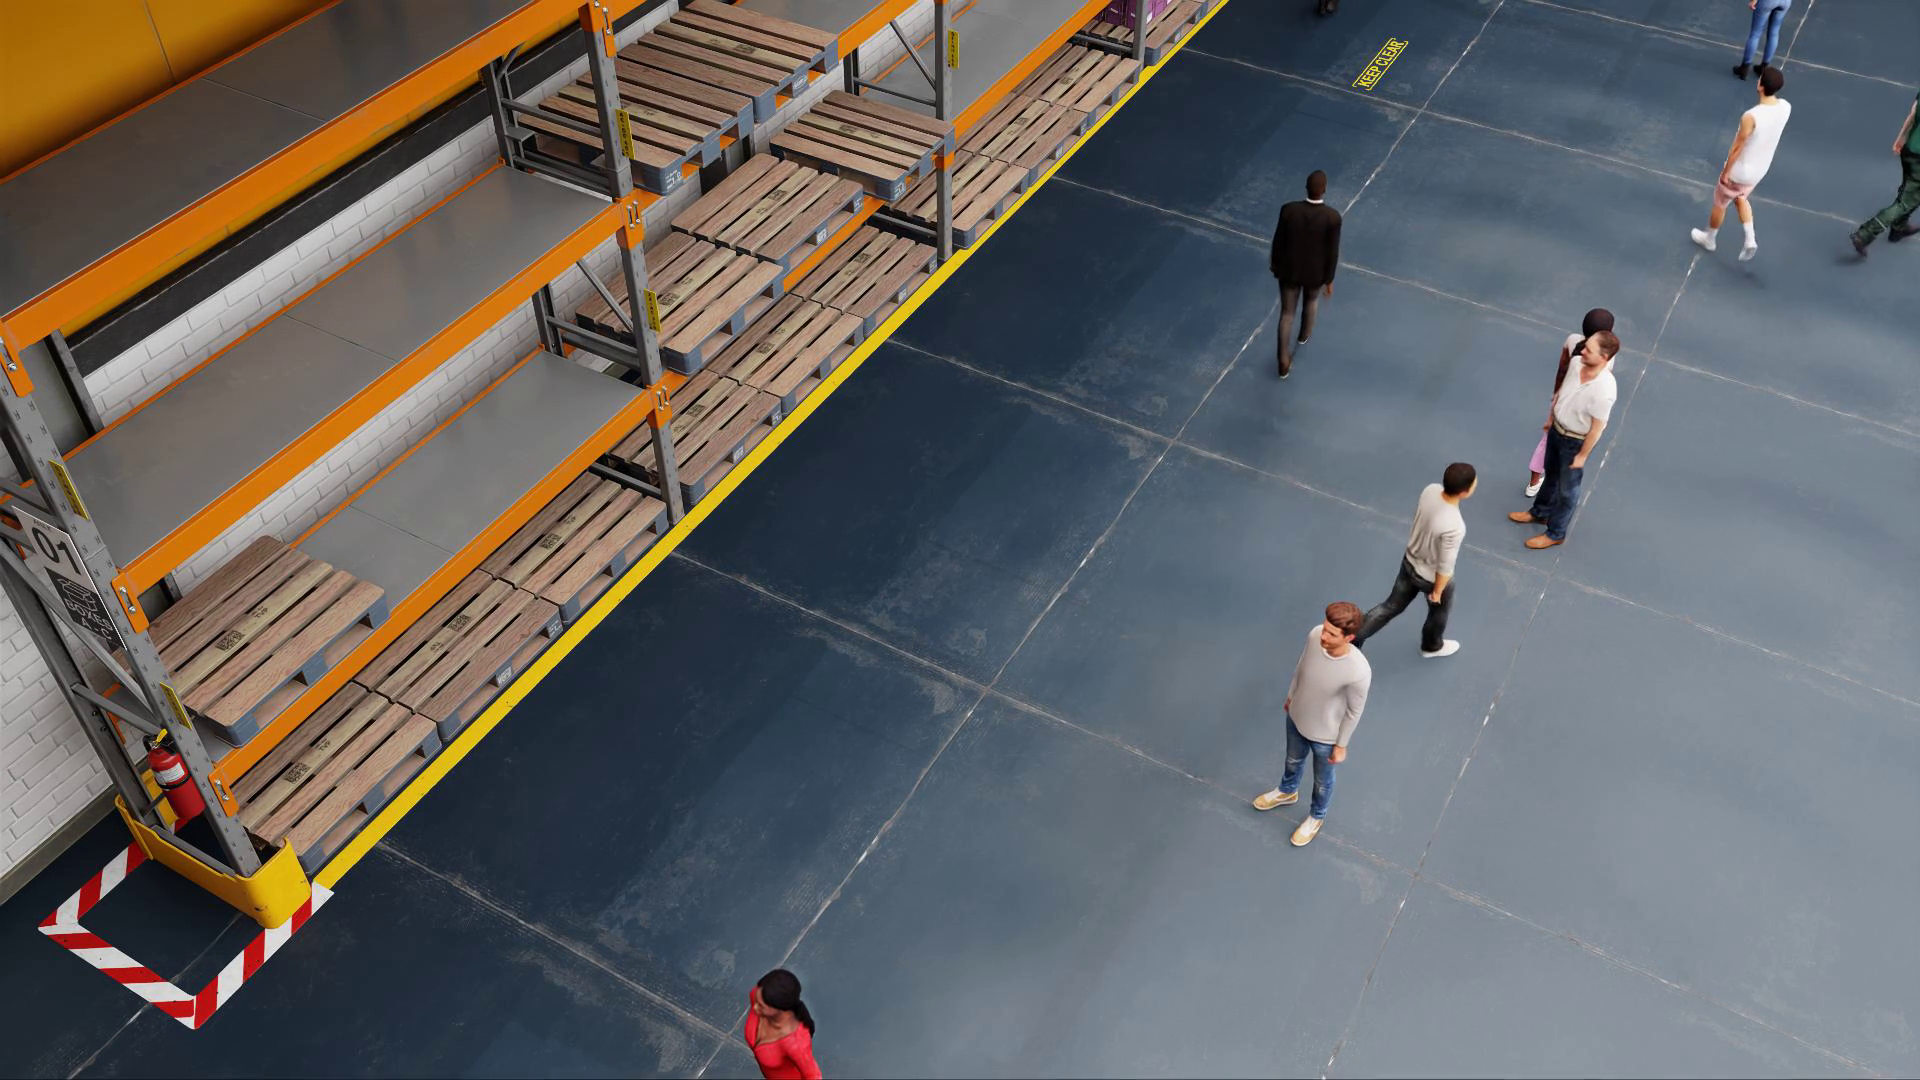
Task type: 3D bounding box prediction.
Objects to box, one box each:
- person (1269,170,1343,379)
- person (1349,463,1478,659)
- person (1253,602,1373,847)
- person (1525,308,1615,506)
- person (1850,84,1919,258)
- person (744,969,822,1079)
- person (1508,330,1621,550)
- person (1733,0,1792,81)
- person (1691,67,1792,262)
[{"bbox_3d":[2.698,-2.060,13.184,0.839,1.775,1.074,12,45,12],"label":"person"},{"bbox_3d":[2.940,0.206,10.805,1.216,1.777,1.104,-14,45,-15],"label":"person"},{"bbox_3d":[2.125,1.054,9.820,0.742,1.905,0.752,-25,49,-24],"label":"person"},{"bbox_3d":[4.447,-0.952,12.046,0.658,1.740,0.655,-23,48,-23],"label":"person"},{"bbox_3d":[8.312,-3.313,14.428,1.262,1.874,1.137,-15,46,-15],"label":"person"},{"bbox_3d":[-0.830,2.653,8.231,0.737,1.783,0.720,-28,50,-26],"label":"person"},{"bbox_3d":[4.338,-0.727,11.726,0.811,1.856,0.726,-6,44,-6],"label":"person"},{"bbox_3d":[8.266,-5.470,16.868,0.673,1.630,0.714,-7,44,-7],"label":"person"},{"bbox_3d":[6.848,-3.197,14.376,0.978,1.776,1.020,-14,45,-14],"label":"person"}]
